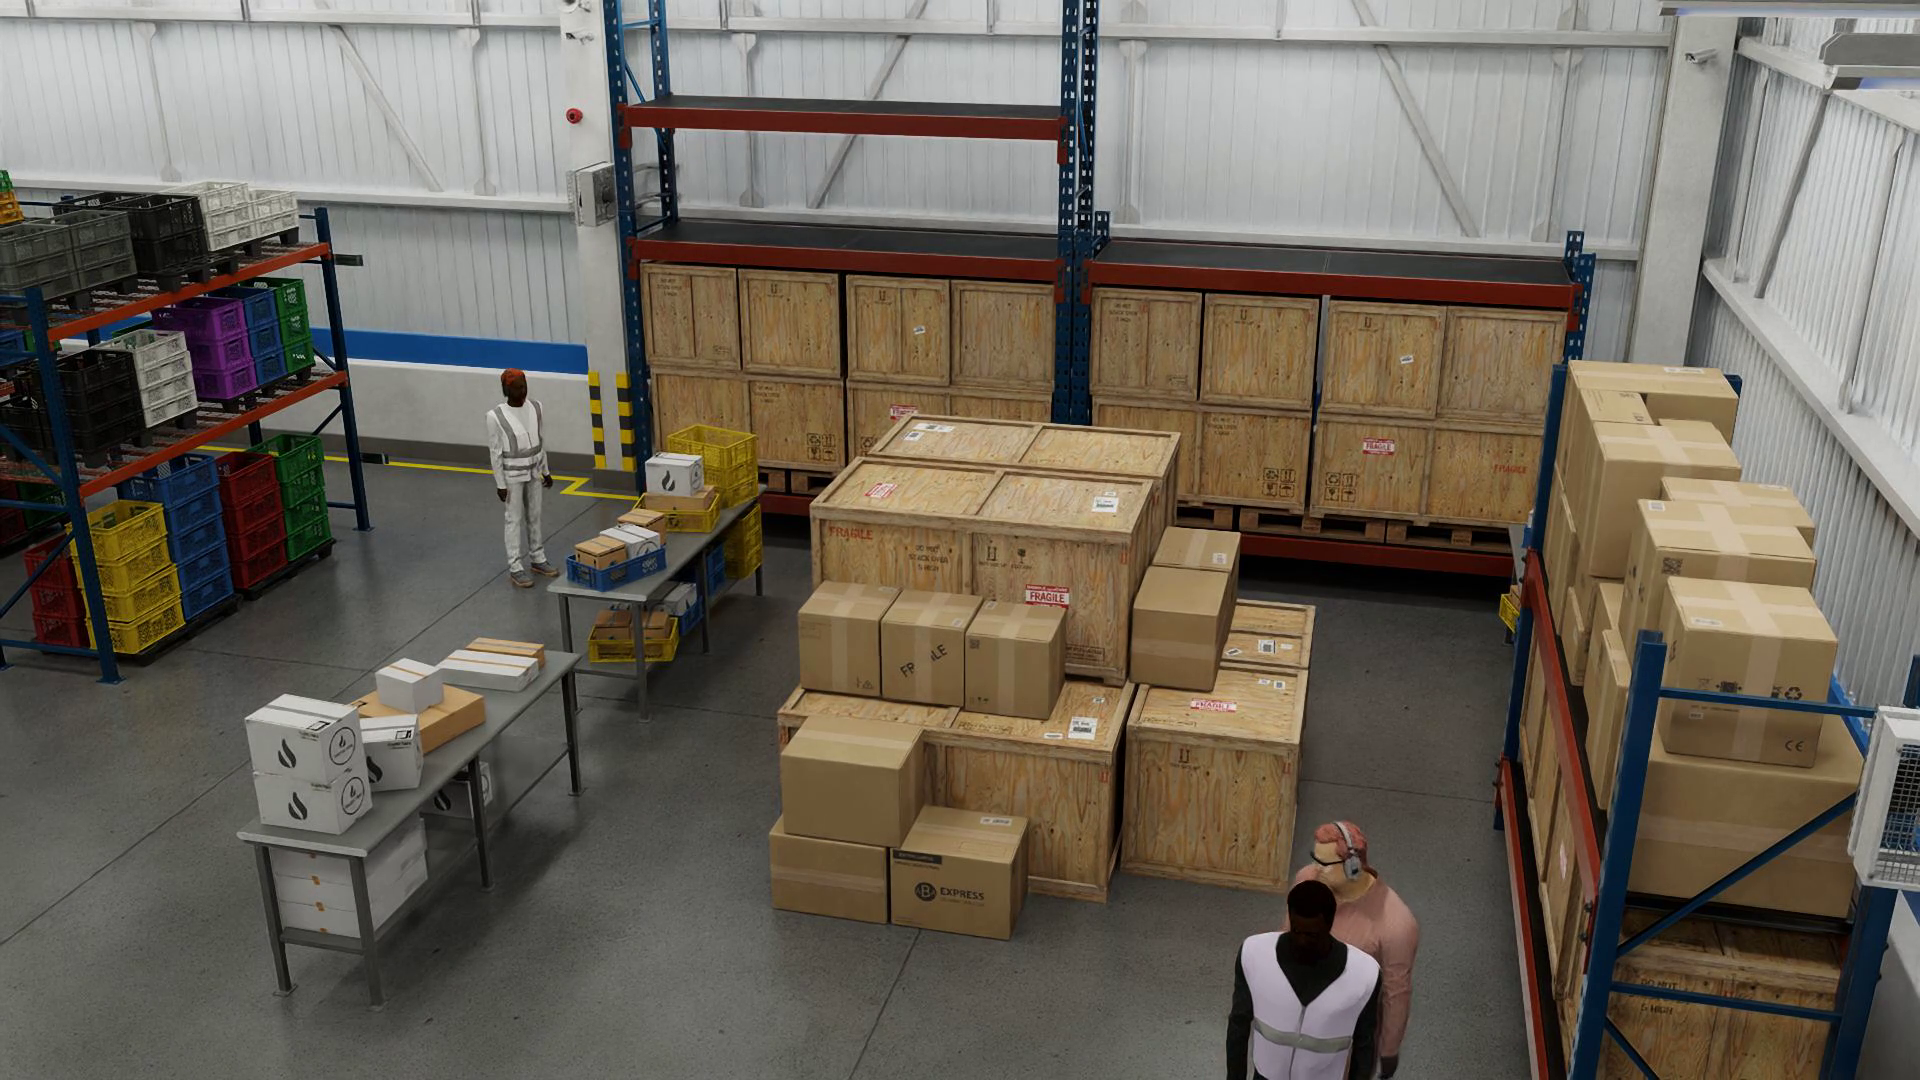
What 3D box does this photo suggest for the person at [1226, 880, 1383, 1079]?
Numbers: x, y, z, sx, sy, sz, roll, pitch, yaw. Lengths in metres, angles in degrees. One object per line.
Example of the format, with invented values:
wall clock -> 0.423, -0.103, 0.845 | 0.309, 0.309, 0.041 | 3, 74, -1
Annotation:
person -> 1.399, 2.225, 6.899 | 0.597, 1.915, 0.371 | 5, 22, 14

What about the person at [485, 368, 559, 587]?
person -> -3.732, -0.546, 14.196 | 0.356, 1.882, 0.574 | 14, 25, 32

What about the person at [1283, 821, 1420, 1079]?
person -> 1.647, 2.085, 7.316 | 0.398, 1.887, 0.664 | -15, 26, -34
